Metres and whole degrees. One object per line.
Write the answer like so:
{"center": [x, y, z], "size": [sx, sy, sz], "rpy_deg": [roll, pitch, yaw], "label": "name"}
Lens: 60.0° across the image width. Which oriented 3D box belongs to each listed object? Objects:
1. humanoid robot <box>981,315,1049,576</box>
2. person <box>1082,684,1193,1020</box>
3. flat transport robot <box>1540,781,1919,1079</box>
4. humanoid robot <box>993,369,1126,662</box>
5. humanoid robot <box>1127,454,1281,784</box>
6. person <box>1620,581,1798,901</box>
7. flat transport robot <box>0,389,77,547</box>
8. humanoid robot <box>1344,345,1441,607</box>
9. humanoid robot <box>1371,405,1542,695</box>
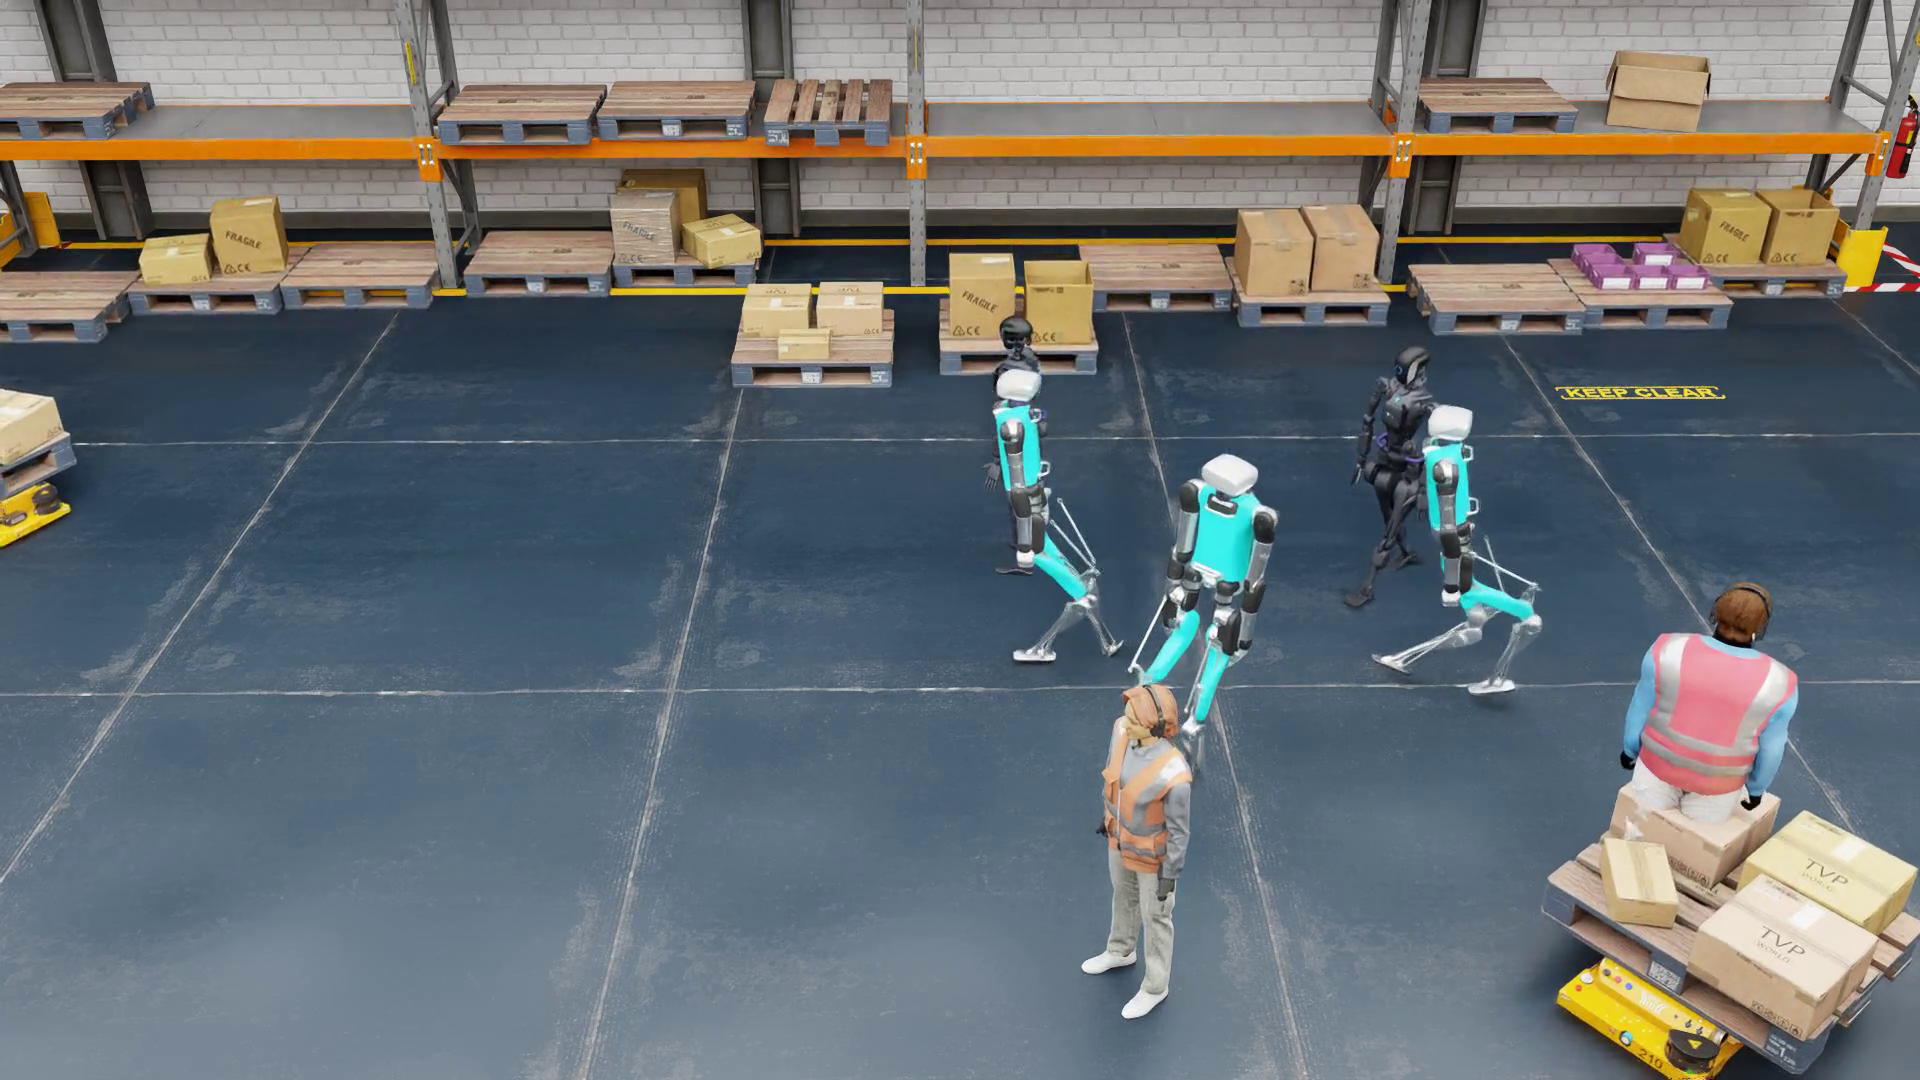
{"center": [0.343, -0.568, 9.977], "size": [0.315, 1.655, 0.599], "rpy_deg": [12, 33, 19], "label": "humanoid robot"}
{"center": [0.757, 1.281, 6.945], "size": [0.304, 1.639, 0.521], "rpy_deg": [-16, 34, -24], "label": "person"}
{"center": [3.340, 1.838, 7.351], "size": [1.431, 0.231, 0.659], "rpy_deg": [-23, 38, -33], "label": "flat transport robot"}
{"center": [0.614, -0.045, 9.117], "size": [0.891, 1.841, 0.555], "rpy_deg": [3, 31, 5], "label": "humanoid robot"}
{"center": [1.122, 0.521, 8.195], "size": [0.541, 1.851, 0.776], "rpy_deg": [23, 38, 33], "label": "humanoid robot"}
{"center": [3.203, 0.981, 7.263], "size": [0.635, 1.834, 0.430], "rpy_deg": [16, 35, 25], "label": "person"}
{"center": [-6.583, -0.266, 10.854], "size": [1.431, 0.231, 0.659], "rpy_deg": [15, 34, 23], "label": "flat transport robot"}
{"center": [2.586, -0.418, 9.795], "size": [0.797, 1.632, 0.585], "rpy_deg": [-22, 38, -32], "label": "humanoid robot"}
{"center": [2.768, 0.119, 8.780], "size": [1.002, 1.711, 0.548], "rpy_deg": [6, 31, 9], "label": "humanoid robot"}
